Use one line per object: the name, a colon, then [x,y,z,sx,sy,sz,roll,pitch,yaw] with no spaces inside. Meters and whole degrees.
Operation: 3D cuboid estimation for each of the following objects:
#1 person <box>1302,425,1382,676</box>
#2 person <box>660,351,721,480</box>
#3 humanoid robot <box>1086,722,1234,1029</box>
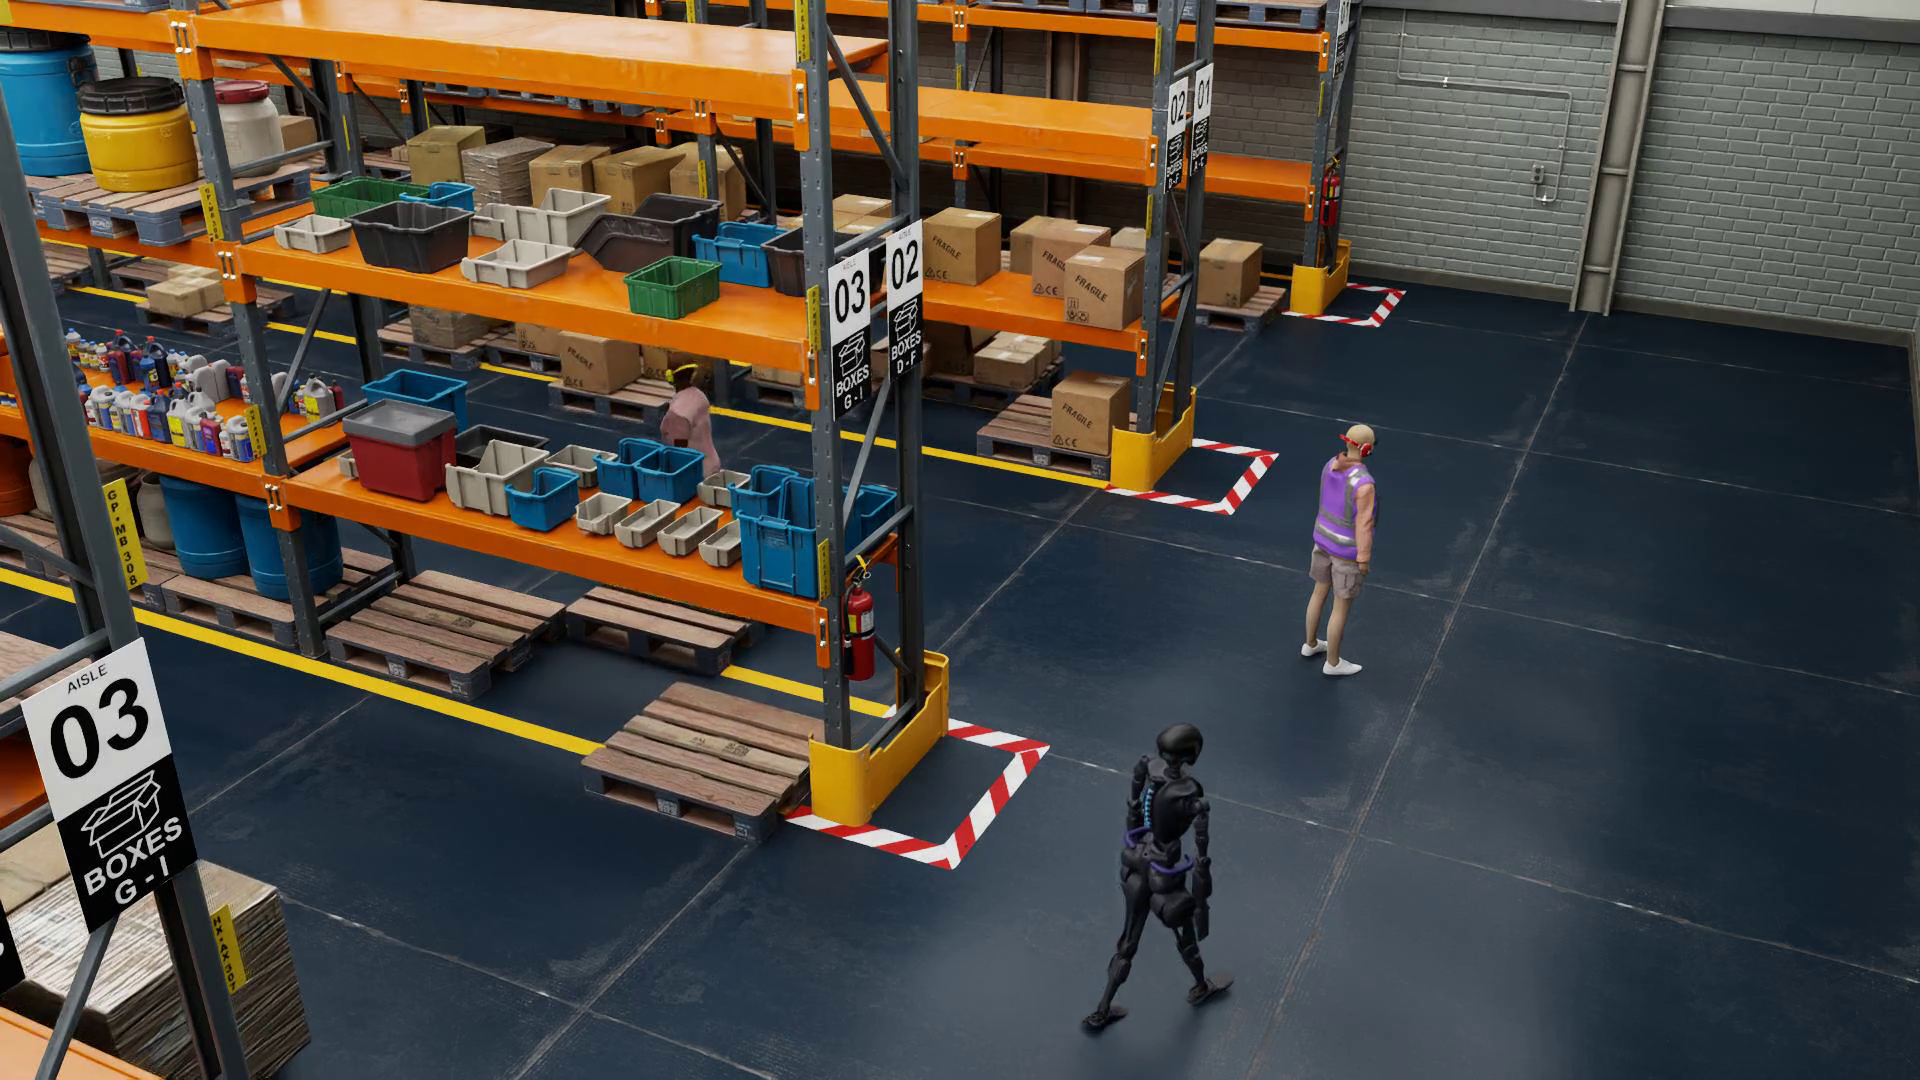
person: [2.433,0.060,10.585,0.350,1.688,0.489,-11,28,-21]
person: [-1.836,-0.465,11.574,0.955,1.743,0.537,8,27,15]
humanoid robot: [0.944,1.521,7.692,0.783,1.628,0.604,-16,30,-29]
